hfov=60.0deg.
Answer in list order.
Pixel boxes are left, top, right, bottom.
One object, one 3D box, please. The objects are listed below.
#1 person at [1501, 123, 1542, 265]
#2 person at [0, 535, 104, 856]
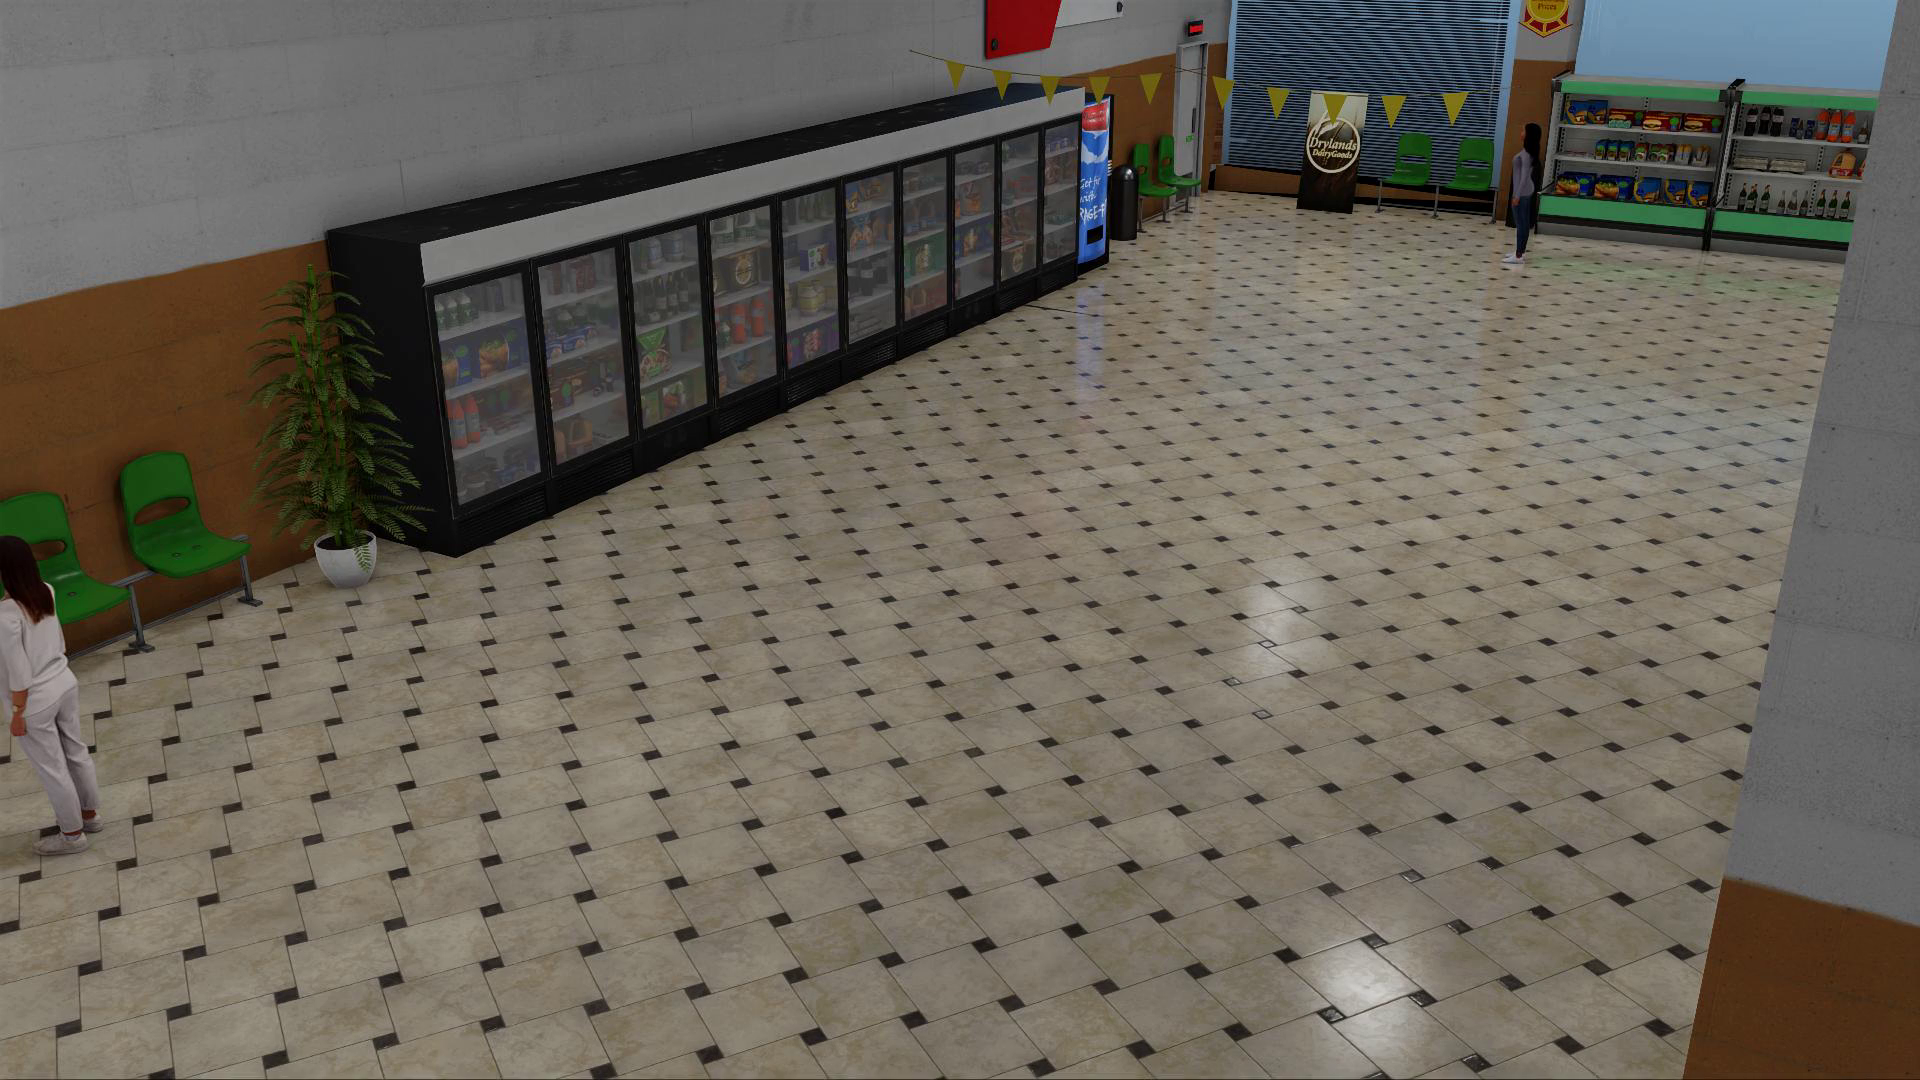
[{"bbox_3d":[7.115,-4.371,20.967,0.508,1.735,0.598,12,25,28],"label":"person"},{"bbox_3d":[-4.558,0.764,8.251,0.692,1.688,0.686,0,22,0],"label":"person"}]
